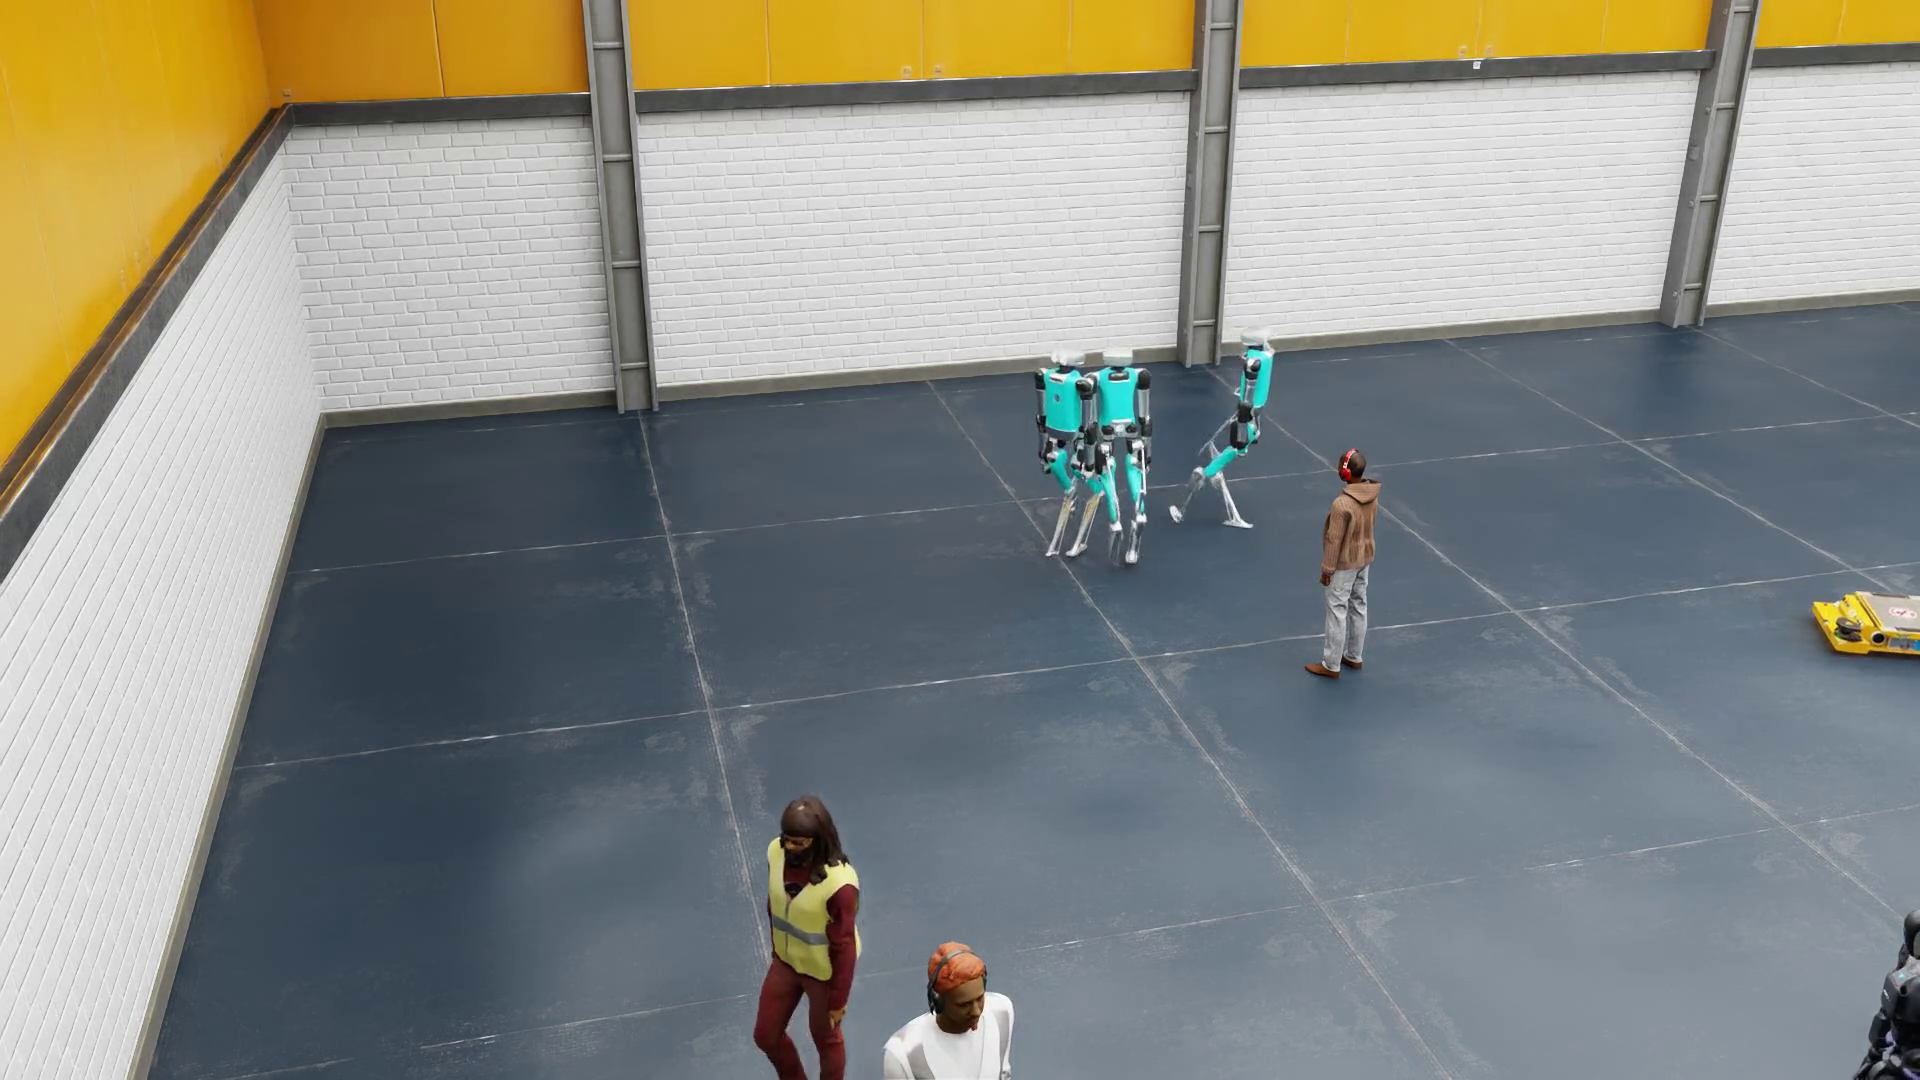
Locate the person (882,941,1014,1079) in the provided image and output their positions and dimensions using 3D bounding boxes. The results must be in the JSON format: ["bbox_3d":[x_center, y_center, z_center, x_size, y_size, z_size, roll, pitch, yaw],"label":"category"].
[{"bbox_3d":[-0.023,2.291,6.158,0.572,1.883,0.357,-17,29,-34],"label":"person"}]

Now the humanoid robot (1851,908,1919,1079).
[{"bbox_3d":[3.834,2.201,6.625,0.493,1.643,0.609,4,24,8],"label":"humanoid robot"}]

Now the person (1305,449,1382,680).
[{"bbox_3d":[2.627,0.170,11.265,0.462,1.648,0.327,-19,30,-36],"label":"person"}]

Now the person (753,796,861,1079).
[{"bbox_3d":[-0.668,1.891,7.206,0.502,1.763,0.517,15,28,31],"label":"person"}]

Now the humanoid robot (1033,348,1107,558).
[{"bbox_3d":[0.943,-0.681,13.099,0.546,1.810,0.693,18,30,36],"label":"humanoid robot"}]

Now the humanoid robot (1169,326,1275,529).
[{"bbox_3d":[2.113,-0.883,13.642,0.833,1.861,0.545,10,26,22],"label":"humanoid robot"}]

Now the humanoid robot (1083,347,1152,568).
[{"bbox_3d":[1.255,-0.512,12.795,0.556,1.851,0.757,-4,24,-8],"label":"humanoid robot"}]

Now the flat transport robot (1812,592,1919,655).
[{"bbox_3d":[6.964,0.639,11.908,1.431,0.231,0.659,5,24,10],"label":"flat transport robot"}]
